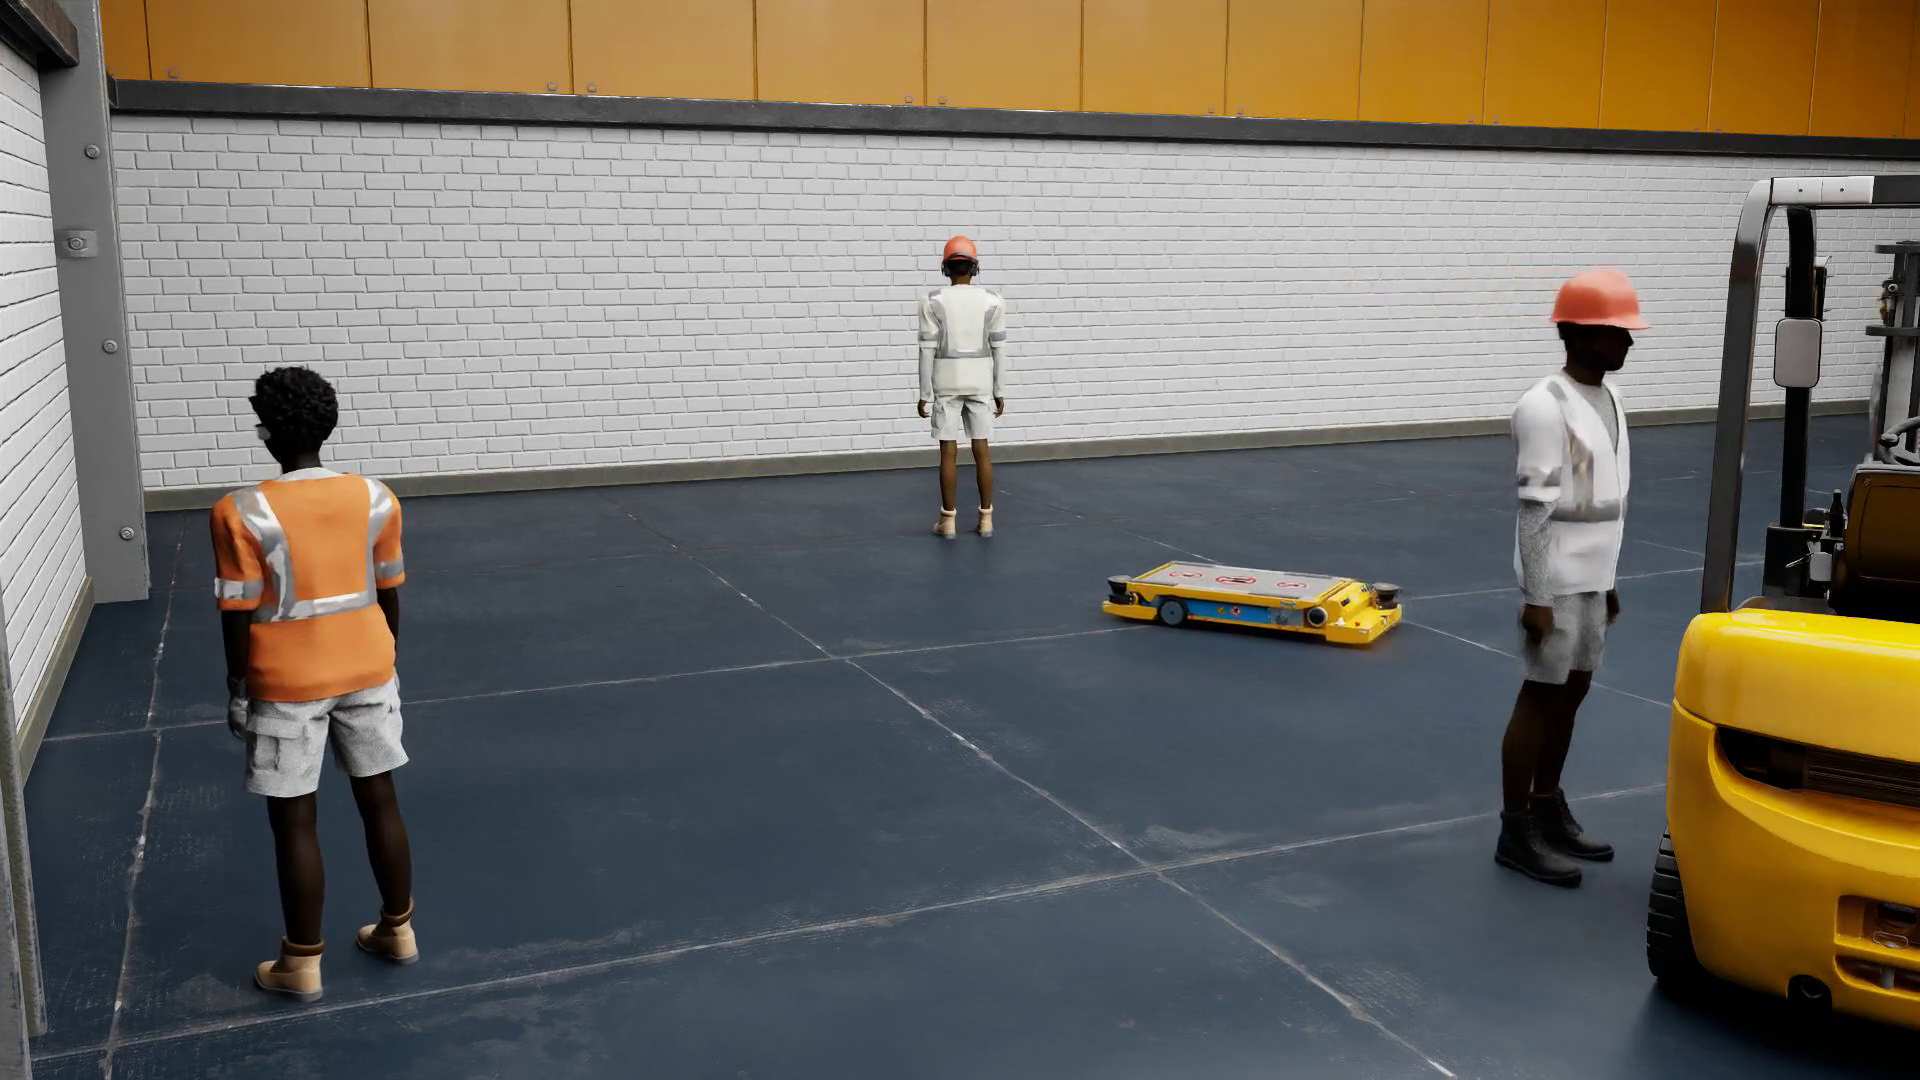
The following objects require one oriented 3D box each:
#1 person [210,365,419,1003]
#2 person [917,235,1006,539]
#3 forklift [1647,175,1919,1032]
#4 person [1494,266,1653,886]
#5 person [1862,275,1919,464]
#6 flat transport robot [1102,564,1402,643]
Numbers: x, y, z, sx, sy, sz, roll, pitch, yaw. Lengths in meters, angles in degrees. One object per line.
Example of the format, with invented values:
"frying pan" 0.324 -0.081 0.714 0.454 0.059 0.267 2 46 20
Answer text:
"person" -1.725 0.380 4.485 0.321 1.690 0.529 8 13 39
"person" 0.003 -1.029 11.274 0.613 2.039 0.393 -2 11 -13
"forklift" 2.810 0.094 4.662 1.214 2.155 2.313 7 12 34
"person" 1.954 0.112 5.269 0.369 1.935 0.550 10 14 43
"person" 4.928 -0.479 8.778 0.548 1.842 0.604 -9 14 -41
"flat transport robot" 1.535 0.310 8.771 1.431 0.197 0.652 6 12 28
